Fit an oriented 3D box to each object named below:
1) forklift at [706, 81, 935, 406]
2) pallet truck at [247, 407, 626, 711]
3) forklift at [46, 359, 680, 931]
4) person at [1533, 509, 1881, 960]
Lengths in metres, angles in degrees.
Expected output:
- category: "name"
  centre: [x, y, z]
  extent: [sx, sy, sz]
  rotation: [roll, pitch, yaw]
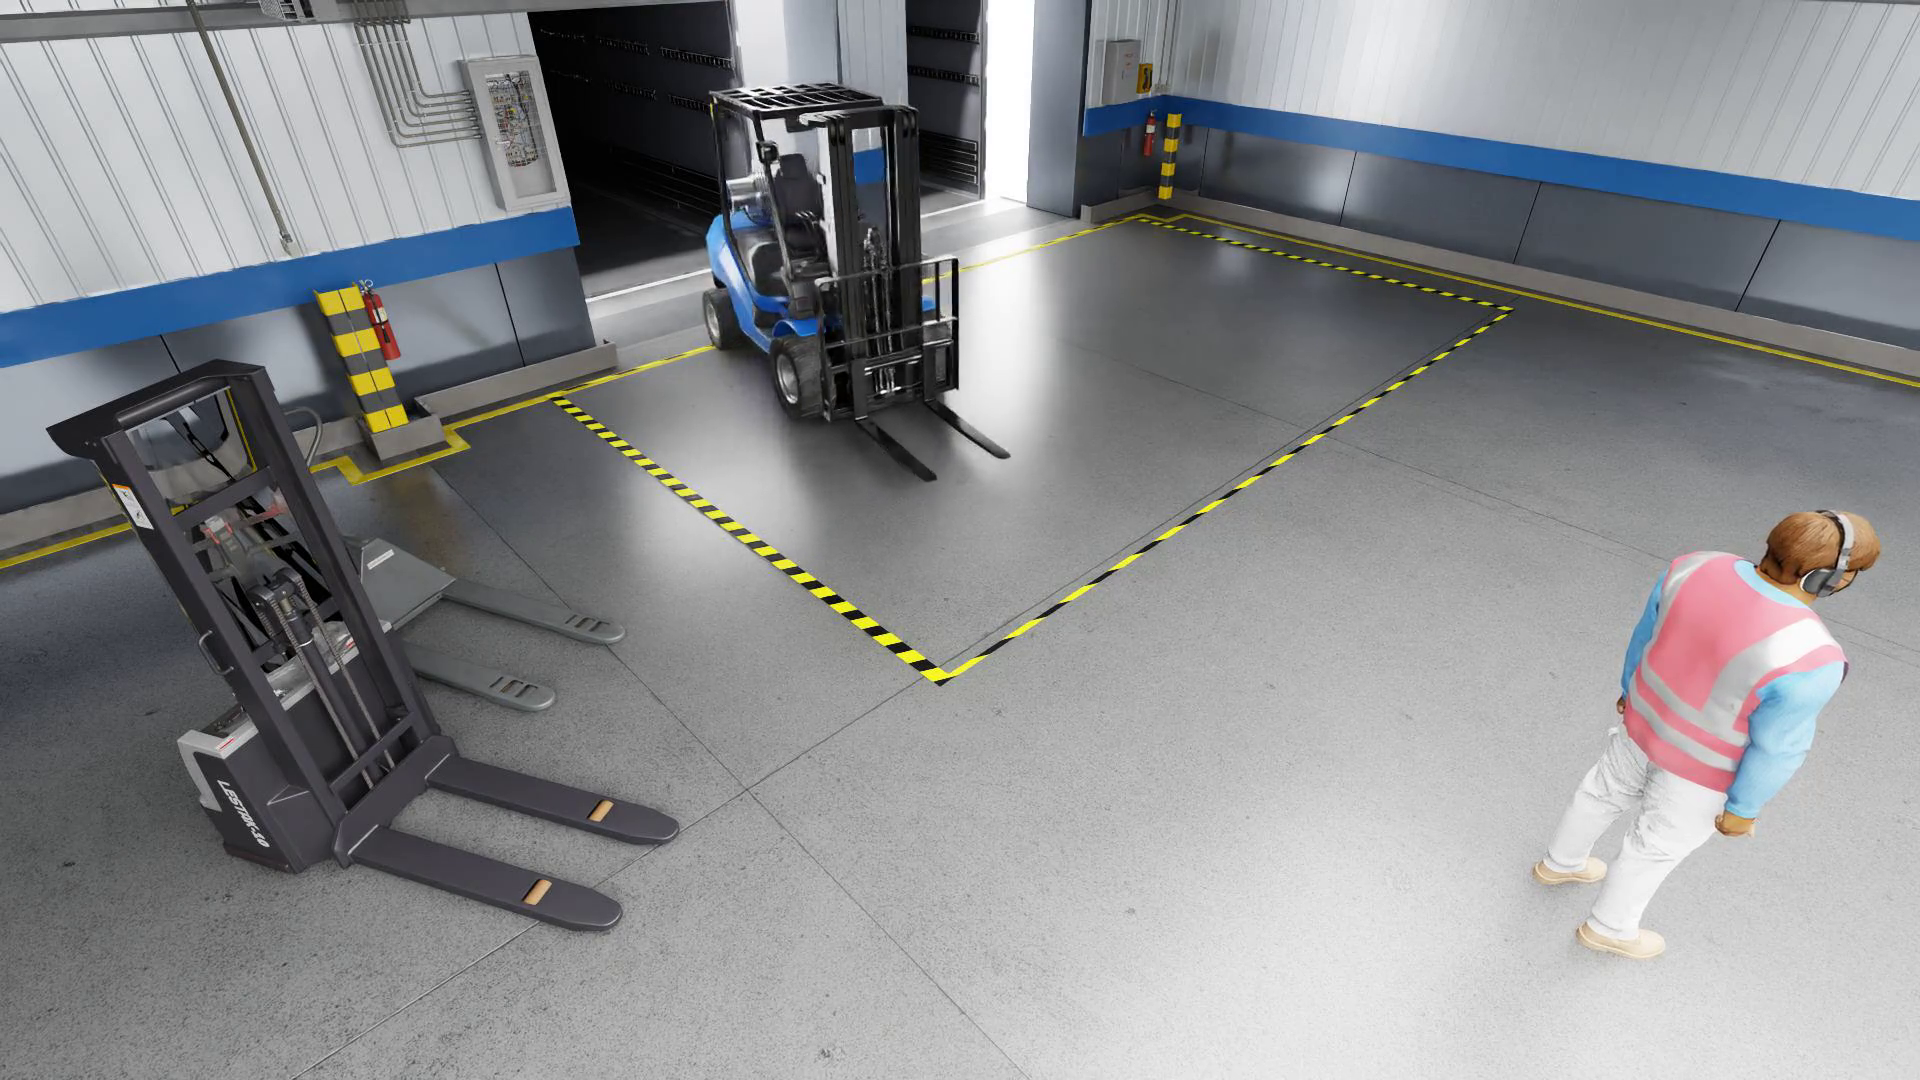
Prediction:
- category: "forklift"
  centre: [-1.174, -2.466, 7.281]
  extent: [1.157, 2.036, 2.680]
  rotation: [-19, 39, -26]
- category: "pallet truck"
  centre: [-2.628, 0.038, 4.590]
  extent: [1.601, 1.201, 0.680]
  rotation: [12, 36, 18]
- category: "forklift"
  centre: [-2.135, 0.422, 3.354]
  extent: [1.885, 1.965, 0.823]
  rotation: [10, 35, 14]
- category: "person"
  centre: [2.477, 0.687, 3.102]
  extent: [0.429, 1.841, 0.633]
  rotation: [-1, 34, -2]
